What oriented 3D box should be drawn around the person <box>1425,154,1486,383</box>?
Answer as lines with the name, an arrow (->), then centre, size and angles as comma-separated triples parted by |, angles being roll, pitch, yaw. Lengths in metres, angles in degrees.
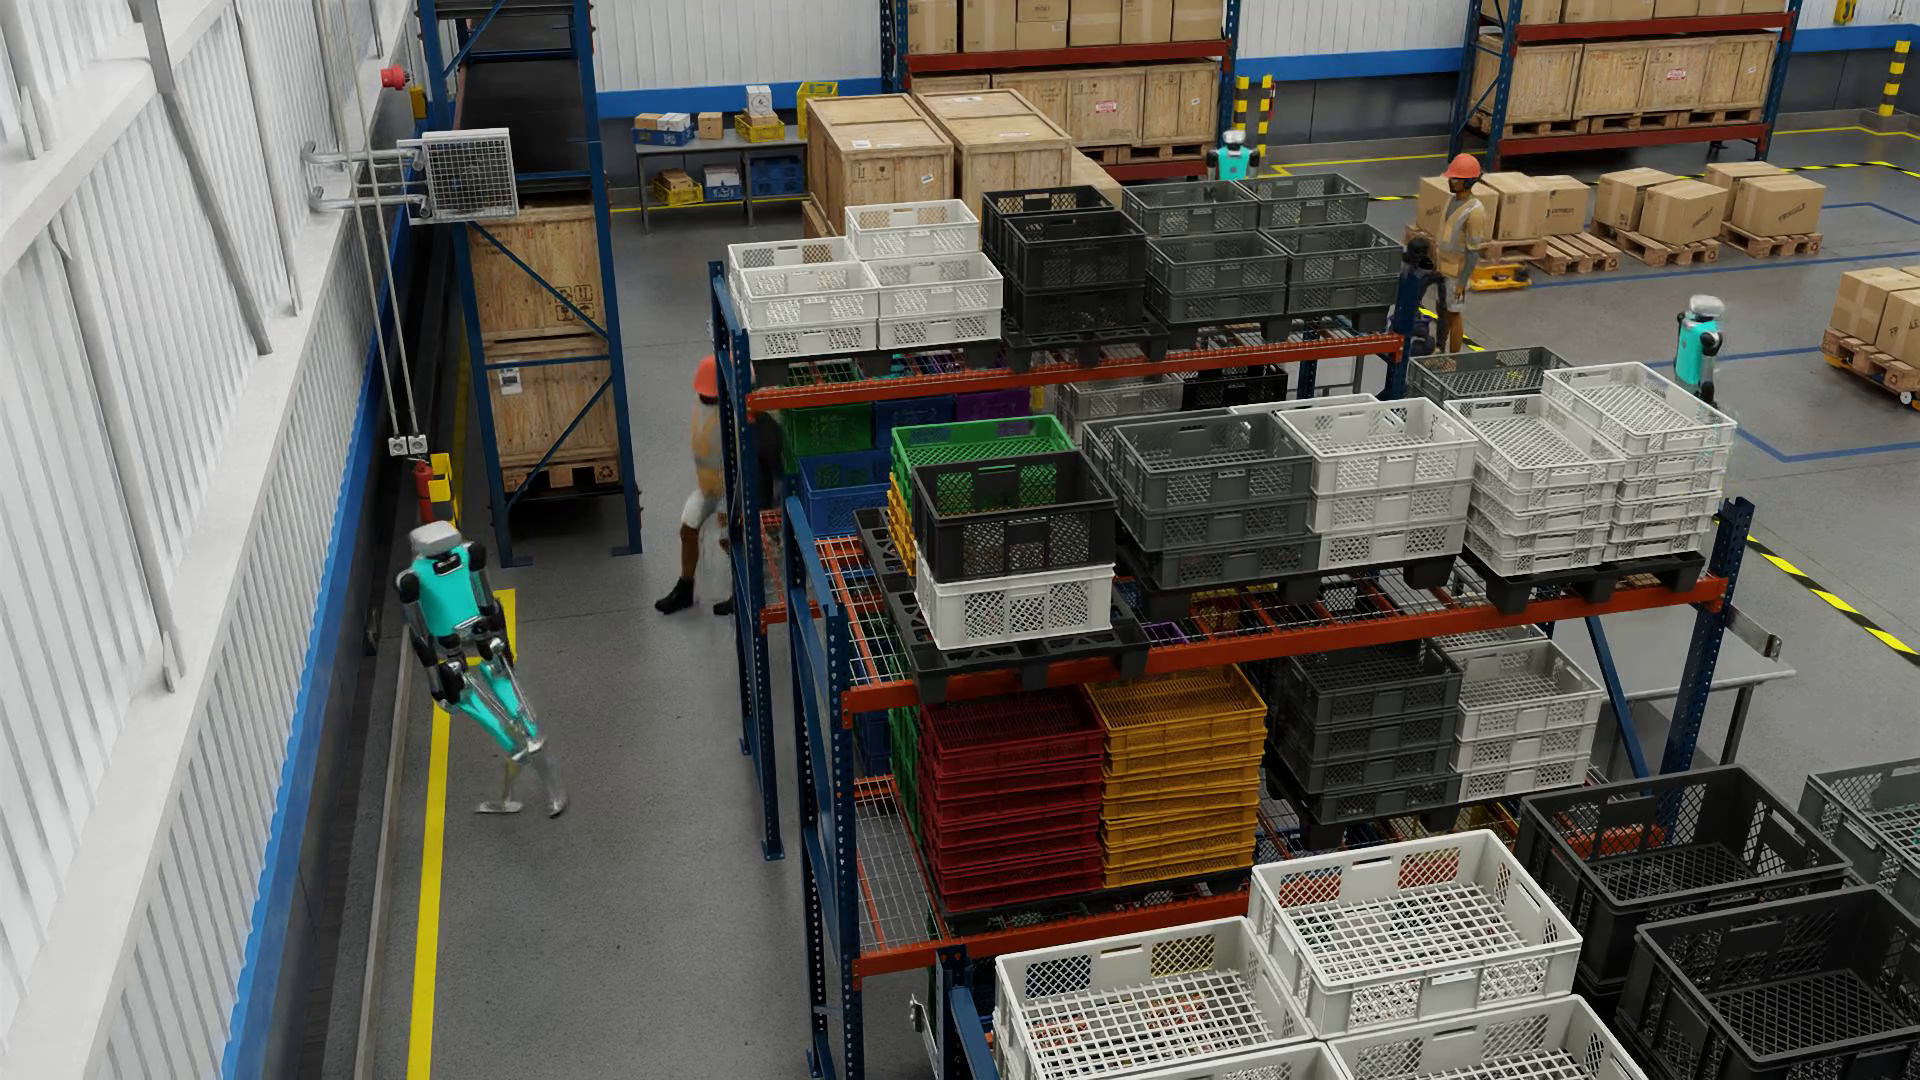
person -> 4.332, -2.390, 14.681 | 0.374, 2.044, 0.604 | -4, 28, -8

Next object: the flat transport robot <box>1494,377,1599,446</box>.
flat transport robot -> 4.780, -1.036, 14.013 | 0.659, 0.231, 1.431 | -6, 28, -12

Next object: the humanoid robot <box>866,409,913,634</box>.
humanoid robot -> -0.361, -0.163, 10.884 | 0.603, 1.626, 0.775 | 24, 36, 37

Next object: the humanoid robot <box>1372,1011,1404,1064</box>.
humanoid robot -> 1.591, 2.312, 6.201 | 0.770, 1.635, 0.585 | -12, 30, -22

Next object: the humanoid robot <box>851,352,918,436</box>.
humanoid robot -> -0.632, -0.641, 11.729 | 0.554, 1.784, 0.885 | 14, 31, 24

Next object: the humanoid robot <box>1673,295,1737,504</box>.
humanoid robot -> 5.560, -0.941, 12.283 | 0.818, 1.794, 0.537 | -1, 28, -2

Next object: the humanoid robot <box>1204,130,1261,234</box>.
humanoid robot -> 2.684, -3.255, 16.729 | 0.540, 1.853, 0.776 | 1, 28, 3

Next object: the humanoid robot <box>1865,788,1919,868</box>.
humanoid robot -> 4.246, 1.725, 7.261 | 0.827, 1.813, 0.567 | -10, 29, -18

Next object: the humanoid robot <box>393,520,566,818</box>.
humanoid robot -> -2.504, 0.791, 8.975 | 0.847, 1.777, 0.613 | 22, 35, 35

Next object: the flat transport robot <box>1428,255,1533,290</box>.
flat transport robot -> 5.429, -2.987, 17.684 | 0.652, 0.197, 1.431 | -6, 28, -12

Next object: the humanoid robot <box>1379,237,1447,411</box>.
humanoid robot -> 3.753, -1.707, 13.824 | 0.610, 1.647, 0.674 | 13, 30, 23

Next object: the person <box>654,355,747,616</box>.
person -> -1.722, -0.308, 10.892 | 0.727, 1.892, 0.570 | -18, 33, -30

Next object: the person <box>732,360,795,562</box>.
person -> -1.363, -0.658, 11.632 | 0.505, 1.827, 0.518 | 11, 30, 20

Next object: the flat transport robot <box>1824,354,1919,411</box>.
flat transport robot -> 8.473, -1.467, 14.800 | 0.652, 0.197, 1.431 | -6, 28, -12

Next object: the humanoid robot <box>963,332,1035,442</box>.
humanoid robot -> 0.402, -0.744, 11.892 | 0.536, 1.772, 0.823 | 19, 33, 31
